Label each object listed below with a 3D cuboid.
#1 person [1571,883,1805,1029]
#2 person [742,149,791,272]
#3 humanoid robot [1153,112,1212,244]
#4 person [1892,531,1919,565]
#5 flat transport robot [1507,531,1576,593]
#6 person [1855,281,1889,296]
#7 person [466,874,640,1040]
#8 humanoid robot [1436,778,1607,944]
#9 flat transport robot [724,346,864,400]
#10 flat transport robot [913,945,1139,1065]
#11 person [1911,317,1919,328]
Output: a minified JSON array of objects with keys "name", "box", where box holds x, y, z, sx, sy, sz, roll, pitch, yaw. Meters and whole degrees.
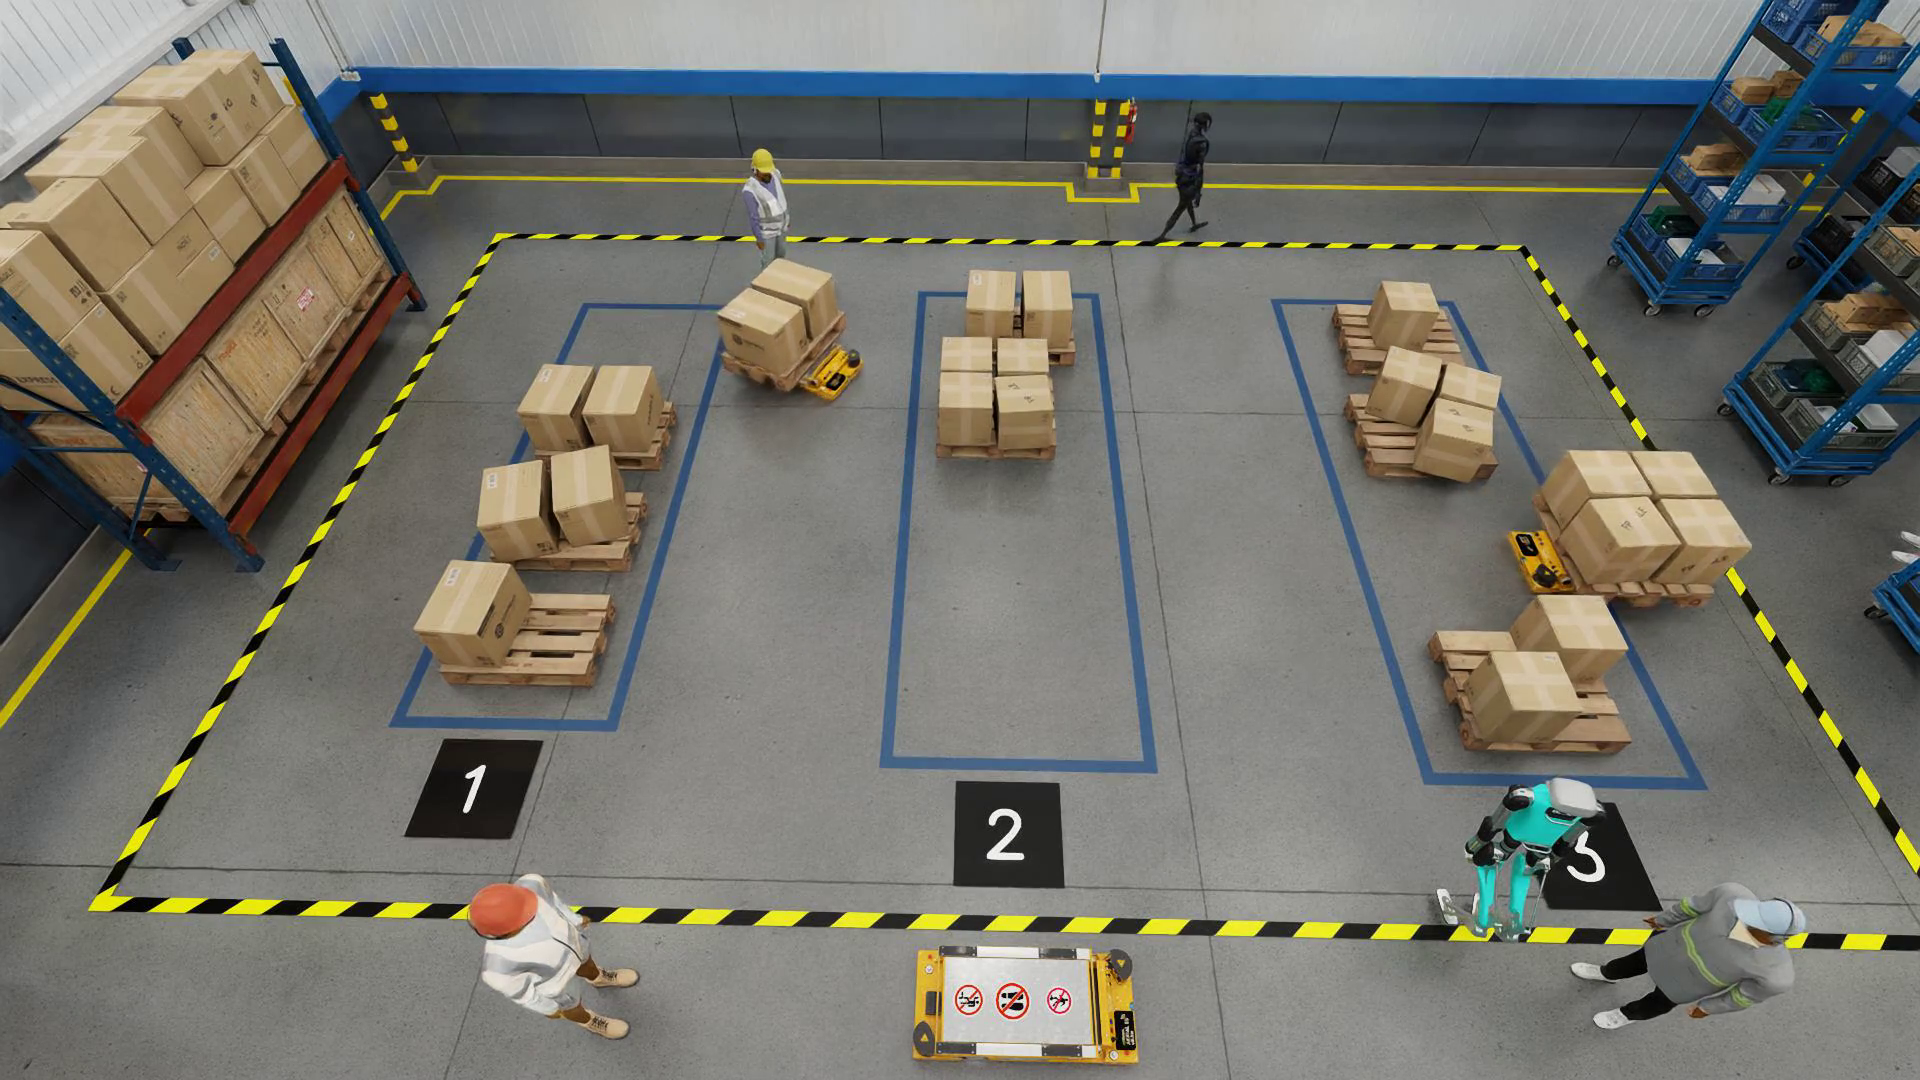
[{"name":"person","box":[4.299,2.495,5.430,0.385,1.850,0.598,-1,51,-1]},{"name":"person","box":[-2.122,-3.552,10.376,0.404,1.825,0.591,23,54,18]},{"name":"humanoid robot","box":[2.849,-4.401,11.188,0.772,1.622,0.589,-8,51,-6]},{"name":"person","box":[8.895,-0.443,7.785,0.596,1.914,0.371,-36,59,-26]},{"name":"flat transport robot","box":[5.847,0.174,8.326,1.431,0.197,0.652,1,51,1]},{"name":"person","box":[9.963,-2.794,9.631,0.630,2.019,0.441,-12,52,-9]},{"name":"person","box":[-2.340,2.444,5.348,0.365,2.048,0.607,0,51,0]},{"name":"humanoid robot","box":[3.474,2.125,5.724,0.533,1.671,0.735,10,52,8]},{"name":"flat transport robot","box":[-1.847,-2.018,10.113,1.431,0.197,0.652,21,54,16]},{"name":"flat transport robot","box":[0.422,3.041,6.007,1.431,0.231,0.659,1,51,1]},{"name":"person","box":[9.122,-1.935,9.053,0.534,1.829,0.638,26,56,20]}]
